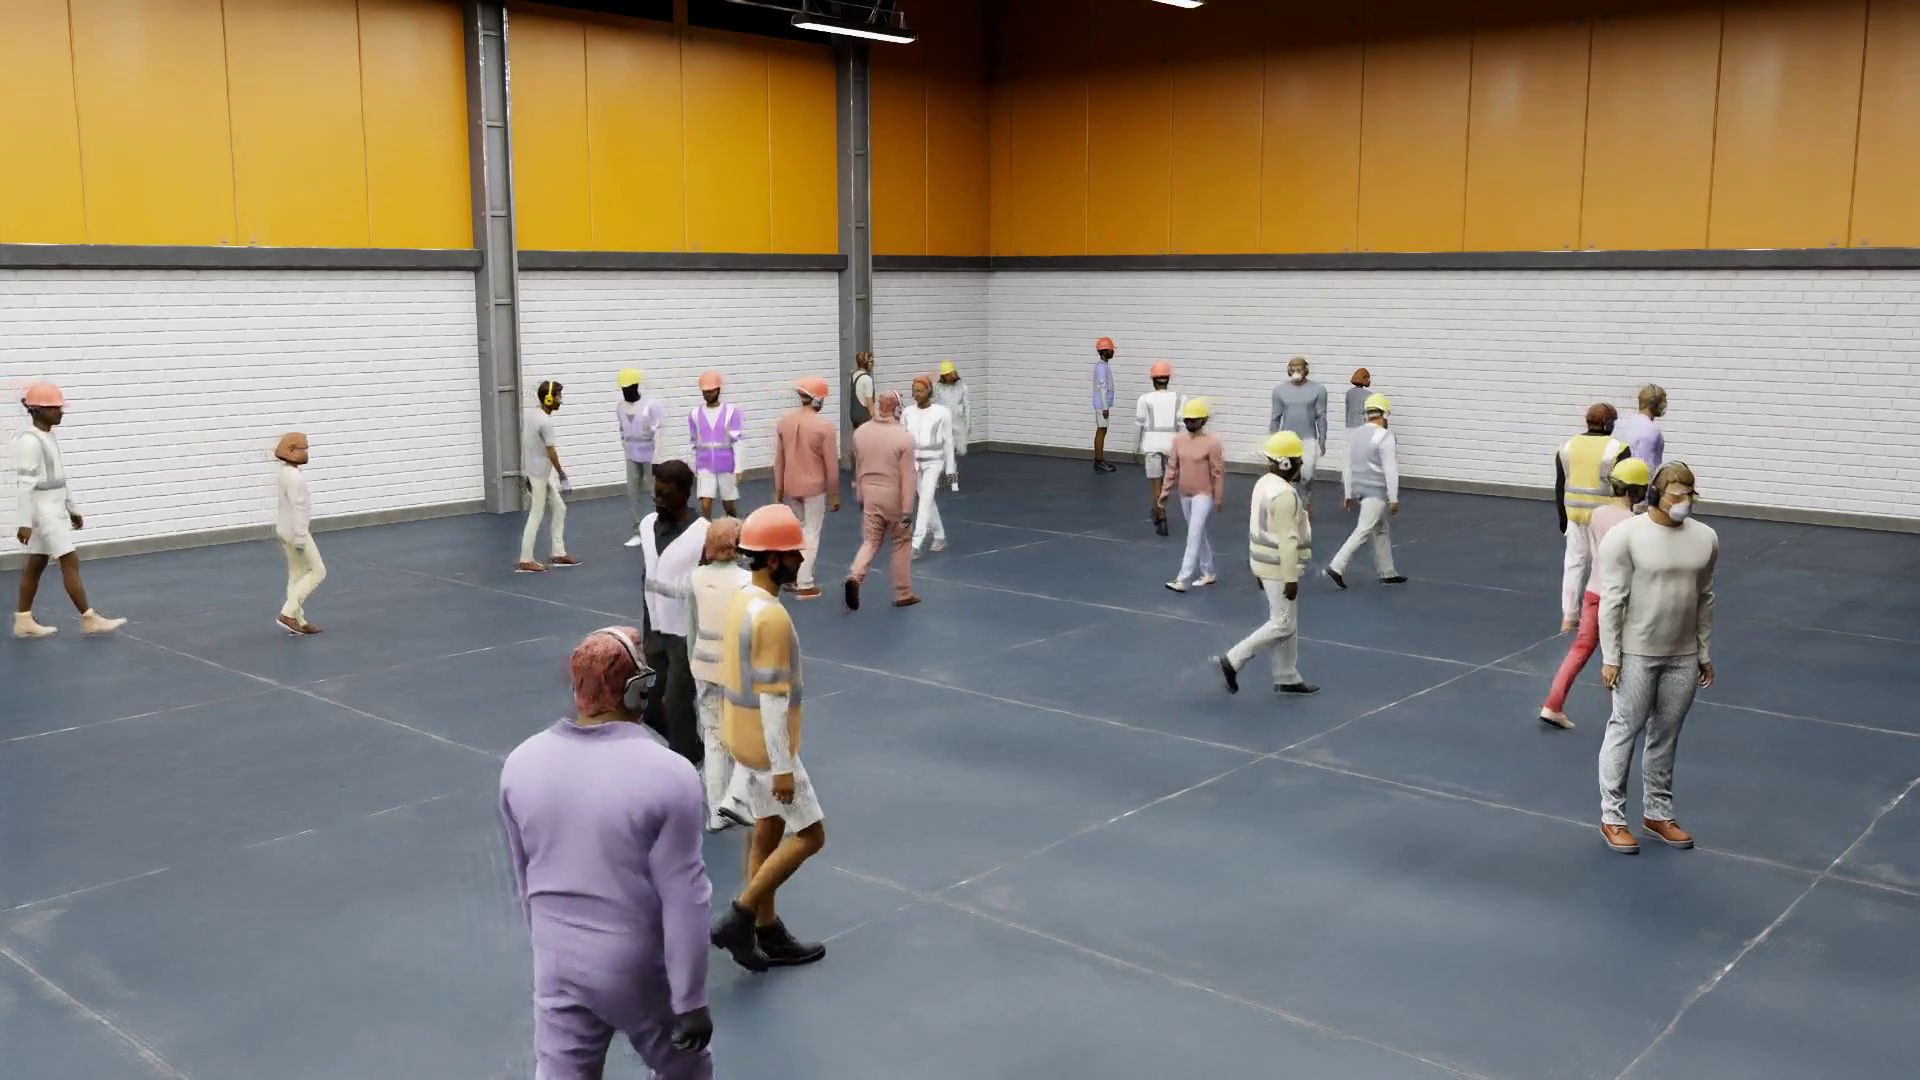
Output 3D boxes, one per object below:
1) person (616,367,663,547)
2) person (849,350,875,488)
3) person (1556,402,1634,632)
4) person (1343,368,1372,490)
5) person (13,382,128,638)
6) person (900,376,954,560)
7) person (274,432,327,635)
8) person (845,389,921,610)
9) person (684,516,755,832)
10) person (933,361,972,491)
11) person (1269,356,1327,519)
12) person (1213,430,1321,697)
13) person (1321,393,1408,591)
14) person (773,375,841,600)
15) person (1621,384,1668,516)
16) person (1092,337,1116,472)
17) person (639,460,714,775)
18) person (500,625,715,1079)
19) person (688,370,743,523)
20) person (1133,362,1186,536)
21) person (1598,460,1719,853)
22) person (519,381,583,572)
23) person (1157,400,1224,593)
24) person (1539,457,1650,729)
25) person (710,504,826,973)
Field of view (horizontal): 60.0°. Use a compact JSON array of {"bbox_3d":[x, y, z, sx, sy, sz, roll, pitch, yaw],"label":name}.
[{"bbox_3d":[-3.290,-0.889,17.536,0.616,1.887,0.774,5,10,28],"label":"person"},{"bbox_3d":[-1.267,-1.587,22.052,0.370,1.844,0.512,-6,11,-33],"label":"person"},{"bbox_3d":[5.008,-0.162,13.106,0.429,1.840,0.633,-7,12,-38],"label":"person"},{"bbox_3d":[5.224,-1.440,21.788,0.280,1.628,0.500,-4,10,-23],"label":"person"},{"bbox_3d":[-6.985,-0.220,12.949,0.952,2.000,0.639,-3,9,-17],"label":"person"},{"bbox_3d":[-0.366,-0.739,16.807,0.592,1.834,0.996,5,10,28],"label":"person"},{"bbox_3d":[-5.170,-0.040,13.033,0.335,1.621,0.500,-6,11,-34],"label":"person"},{"bbox_3d":[-0.649,-0.331,14.039,0.651,1.881,0.772,6,11,31],"label":"person"},{"bbox_3d":[-1.169,0.685,8.455,0.530,1.623,0.371,5,10,27],"label":"person"},{"bbox_3d":[-0.110,-1.519,21.990,0.514,1.716,0.557,-1,9,-8],"label":"person"},{"bbox_3d":[3.828,-1.125,18.891,0.647,1.920,0.450,3,10,19],"label":"person"},{"bbox_3d":[2.070,0.175,11.061,0.677,1.817,0.603,0,9,0],"label":"person"},{"bbox_3d":[3.659,-0.431,15.007,0.919,1.782,0.593,-3,10,-18],"label":"person"},{"bbox_3d":[-1.312,-0.453,14.515,0.621,1.968,0.434,6,11,33],"label":"person"},{"bbox_3d":[5.900,-0.364,14.144,0.825,1.907,0.657,1,9,5],"label":"person"},{"bbox_3d":[2.095,-1.964,24.102,0.347,1.943,0.545,0,9,1],"label":"person"},{"bbox_3d":[-1.484,0.510,8.726,0.650,1.887,0.446,8,12,42],"label":"person"},{"bbox_3d":[-0.918,1.160,4.724,0.683,1.863,0.959,4,10,22],"label":"person"},{"bbox_3d":[-2.418,-0.751,16.595,0.551,1.911,0.816,0,9,2],"label":"person"},{"bbox_3d":[2.195,-1.024,18.415,0.552,1.874,1.000,-1,9,-8],"label":"person"},{"bbox_3d":[3.440,0.569,8.208,0.628,1.939,0.373,-2,9,-13],"label":"person"},{"bbox_3d":[-3.892,-0.604,15.870,0.747,1.831,0.538,-3,10,-19],"label":"person"},{"bbox_3d":[2.051,-0.388,14.899,0.910,1.722,0.539,-8,12,-41],"label":"person"},{"bbox_3d":[4.050,0.340,10.309,0.898,1.726,0.523,-3,10,-19],"label":"person"},{"bbox_3d":[-0.766,0.814,6.694,0.422,1.927,0.563,-4,10,-21],"label":"person"}]
